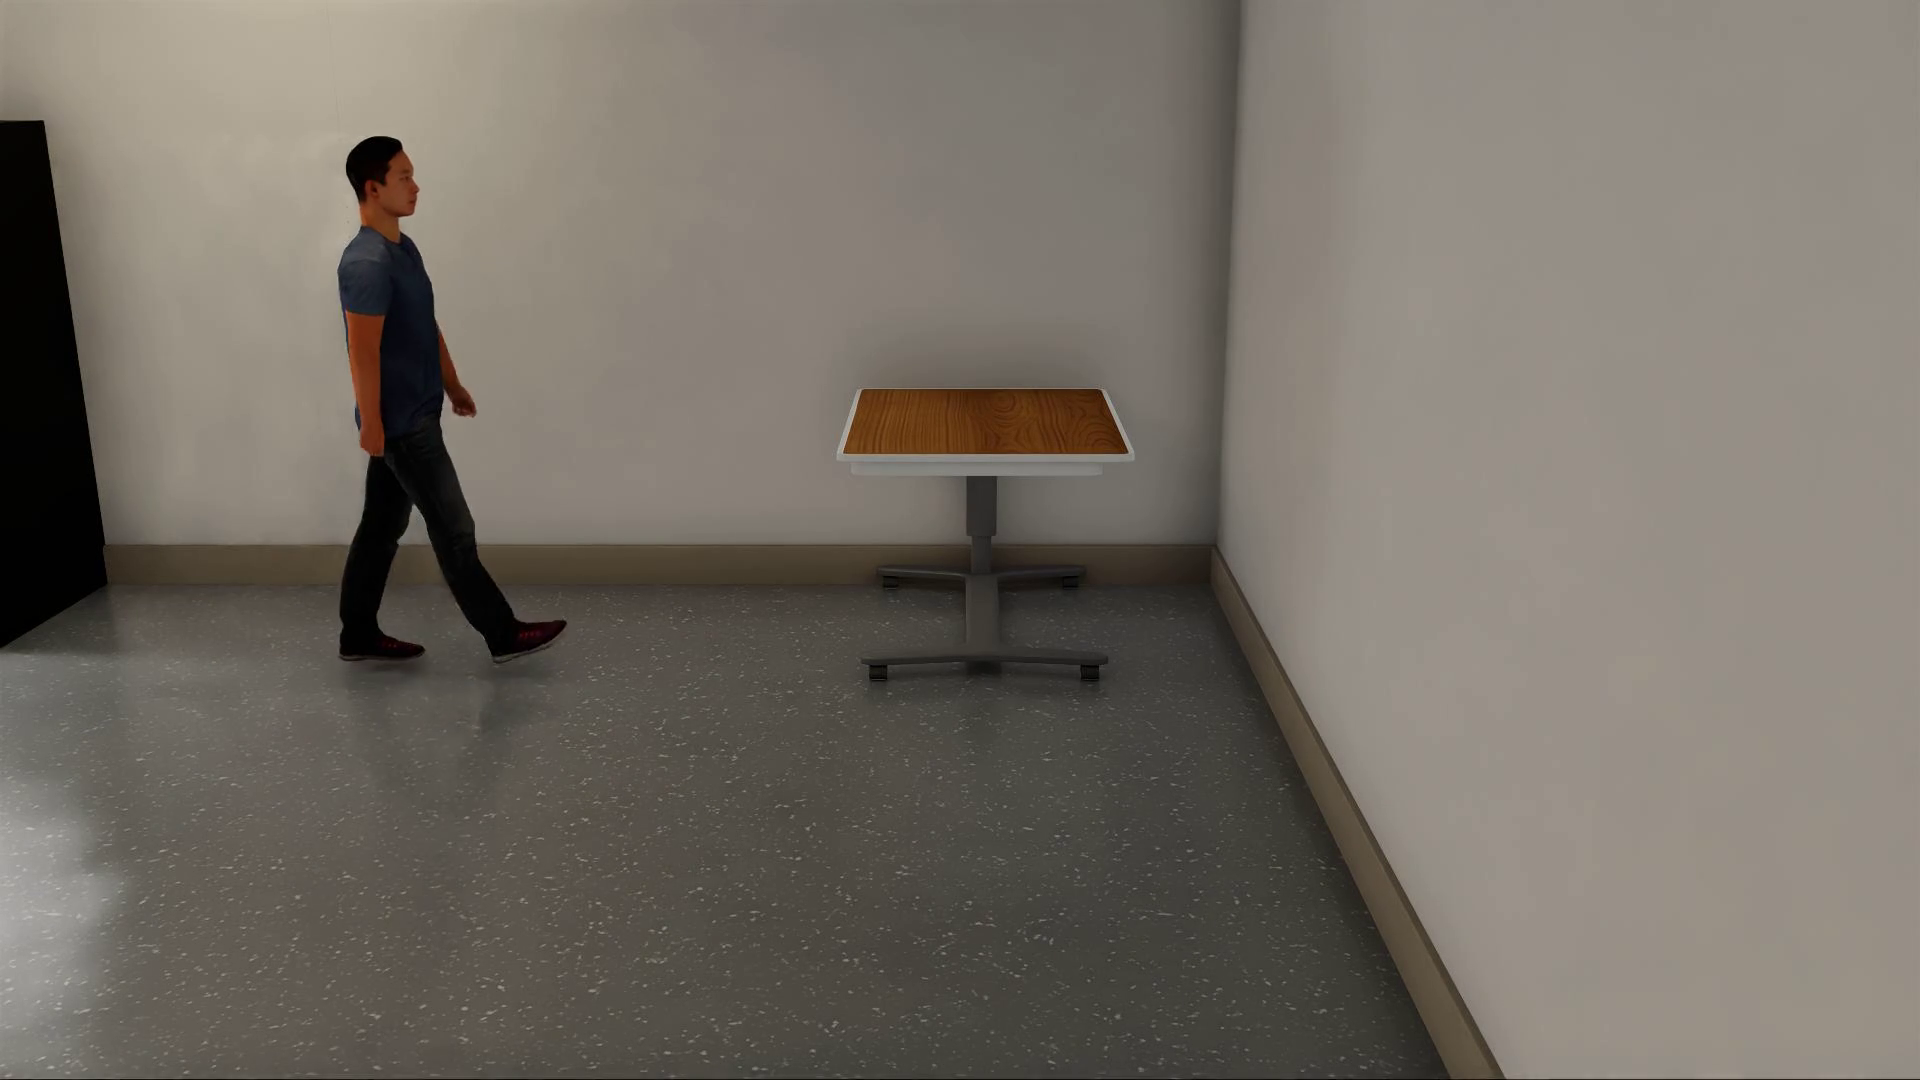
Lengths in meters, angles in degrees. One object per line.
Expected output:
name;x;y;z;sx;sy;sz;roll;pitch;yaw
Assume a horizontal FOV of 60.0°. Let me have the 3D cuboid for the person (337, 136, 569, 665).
person;-1.964;-0.415;5.577;1.076;1.784;0.782;-3;16;-10
